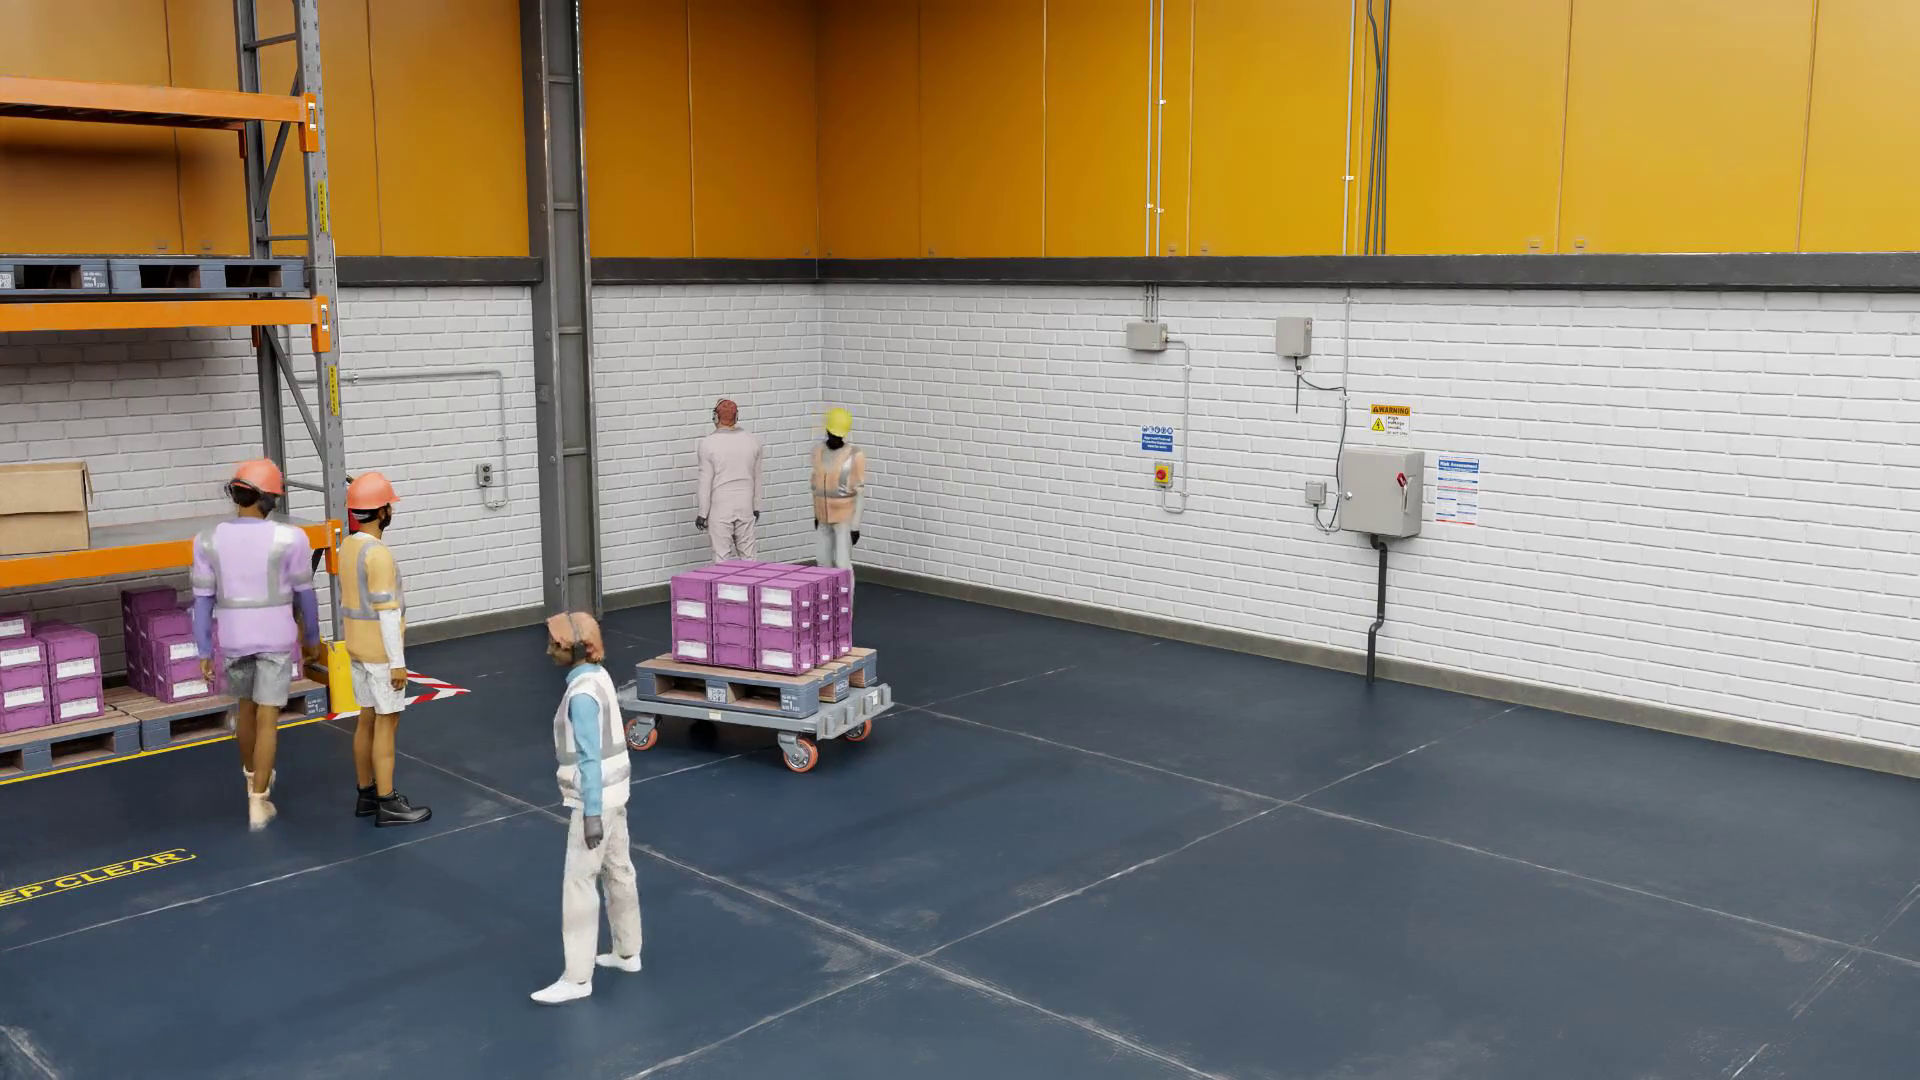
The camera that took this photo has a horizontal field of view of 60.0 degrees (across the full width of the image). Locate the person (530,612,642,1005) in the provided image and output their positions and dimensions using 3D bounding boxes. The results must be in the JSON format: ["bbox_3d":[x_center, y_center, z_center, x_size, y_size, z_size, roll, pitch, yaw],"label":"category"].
[{"bbox_3d":[-1.583,1.103,6.961,0.489,1.621,0.600,-1,9,-6],"label":"person"}]

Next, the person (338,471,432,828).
[{"bbox_3d":[-3.167,0.593,9.084,0.340,1.942,0.551,-8,12,-41],"label":"person"}]

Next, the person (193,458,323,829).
[{"bbox_3d":[-3.861,0.539,9.251,0.609,1.996,0.895,0,9,-3],"label":"person"}]

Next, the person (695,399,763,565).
[{"bbox_3d":[-2.030,-0.281,14.553,0.636,1.911,0.405,-7,12,-37],"label":"person"}]

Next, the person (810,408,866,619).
[{"bbox_3d":[-1.069,-0.200,14.154,0.703,1.877,0.490,7,12,38],"label":"person"}]
